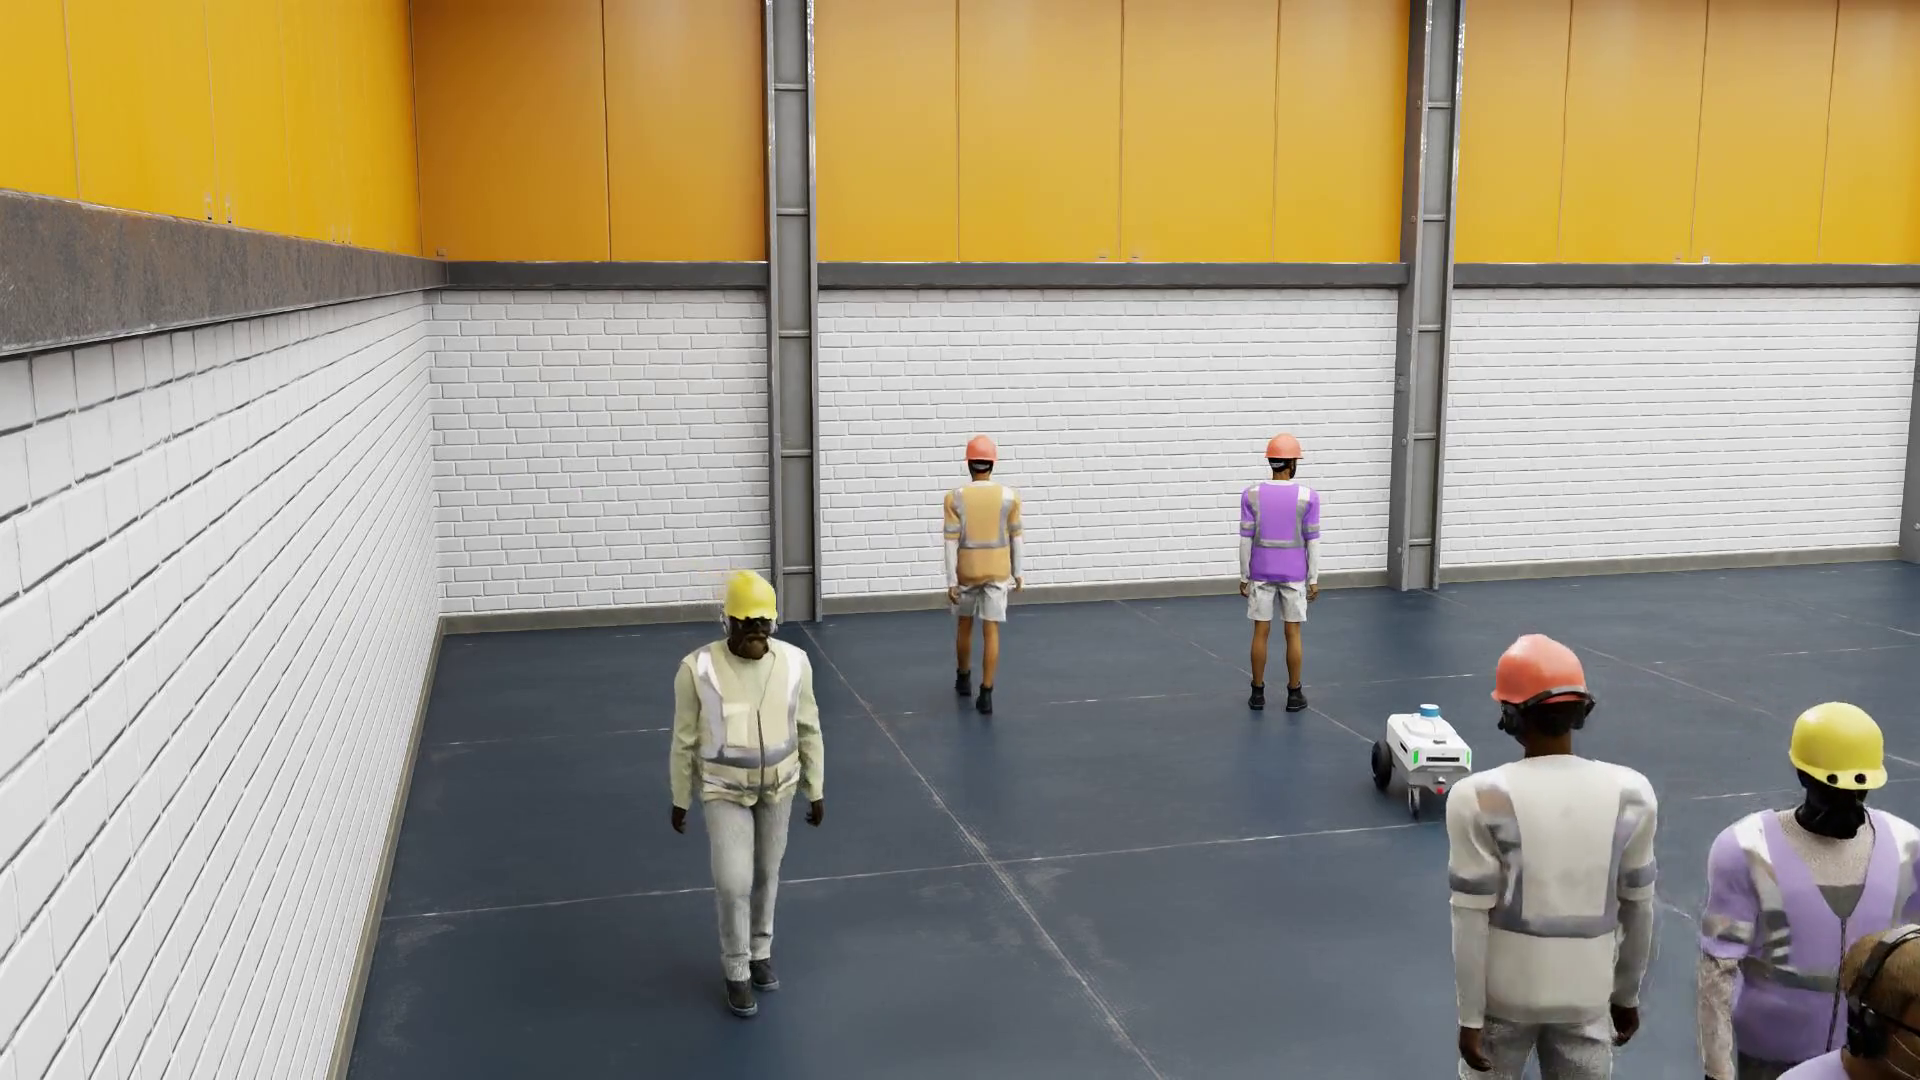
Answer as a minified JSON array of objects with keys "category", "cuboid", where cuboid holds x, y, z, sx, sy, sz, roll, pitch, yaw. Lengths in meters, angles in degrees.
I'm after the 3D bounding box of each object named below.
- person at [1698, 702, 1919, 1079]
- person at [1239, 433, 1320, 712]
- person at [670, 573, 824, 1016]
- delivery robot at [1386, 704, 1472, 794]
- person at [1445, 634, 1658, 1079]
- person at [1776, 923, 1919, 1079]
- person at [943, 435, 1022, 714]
[{"category":"person","cuboid":[2.308,1.372,4.469,0.621,1.899,0.710,1,9,4]},{"category":"person","cuboid":[2.210,0.228,11.527,0.552,1.934,0.354,3,9,16]},{"category":"person","cuboid":[-0.848,1.037,6.857,0.633,1.808,0.636,-4,10,-25]},{"category":"delivery robot","cuboid":[2.684,1.187,9.542,0.477,0.478,0.707,0,9,2]},{"category":"person","cuboid":[1.675,1.284,4.702,0.611,2.014,0.766,0,9,-3]},{"category":"person","cuboid":[1.664,1.617,2.932,0.655,1.911,0.761,-4,10,-21]},{"category":"person","cuboid":[0.160,0.214,11.712,0.565,1.899,0.895,0,9,-1]}]
